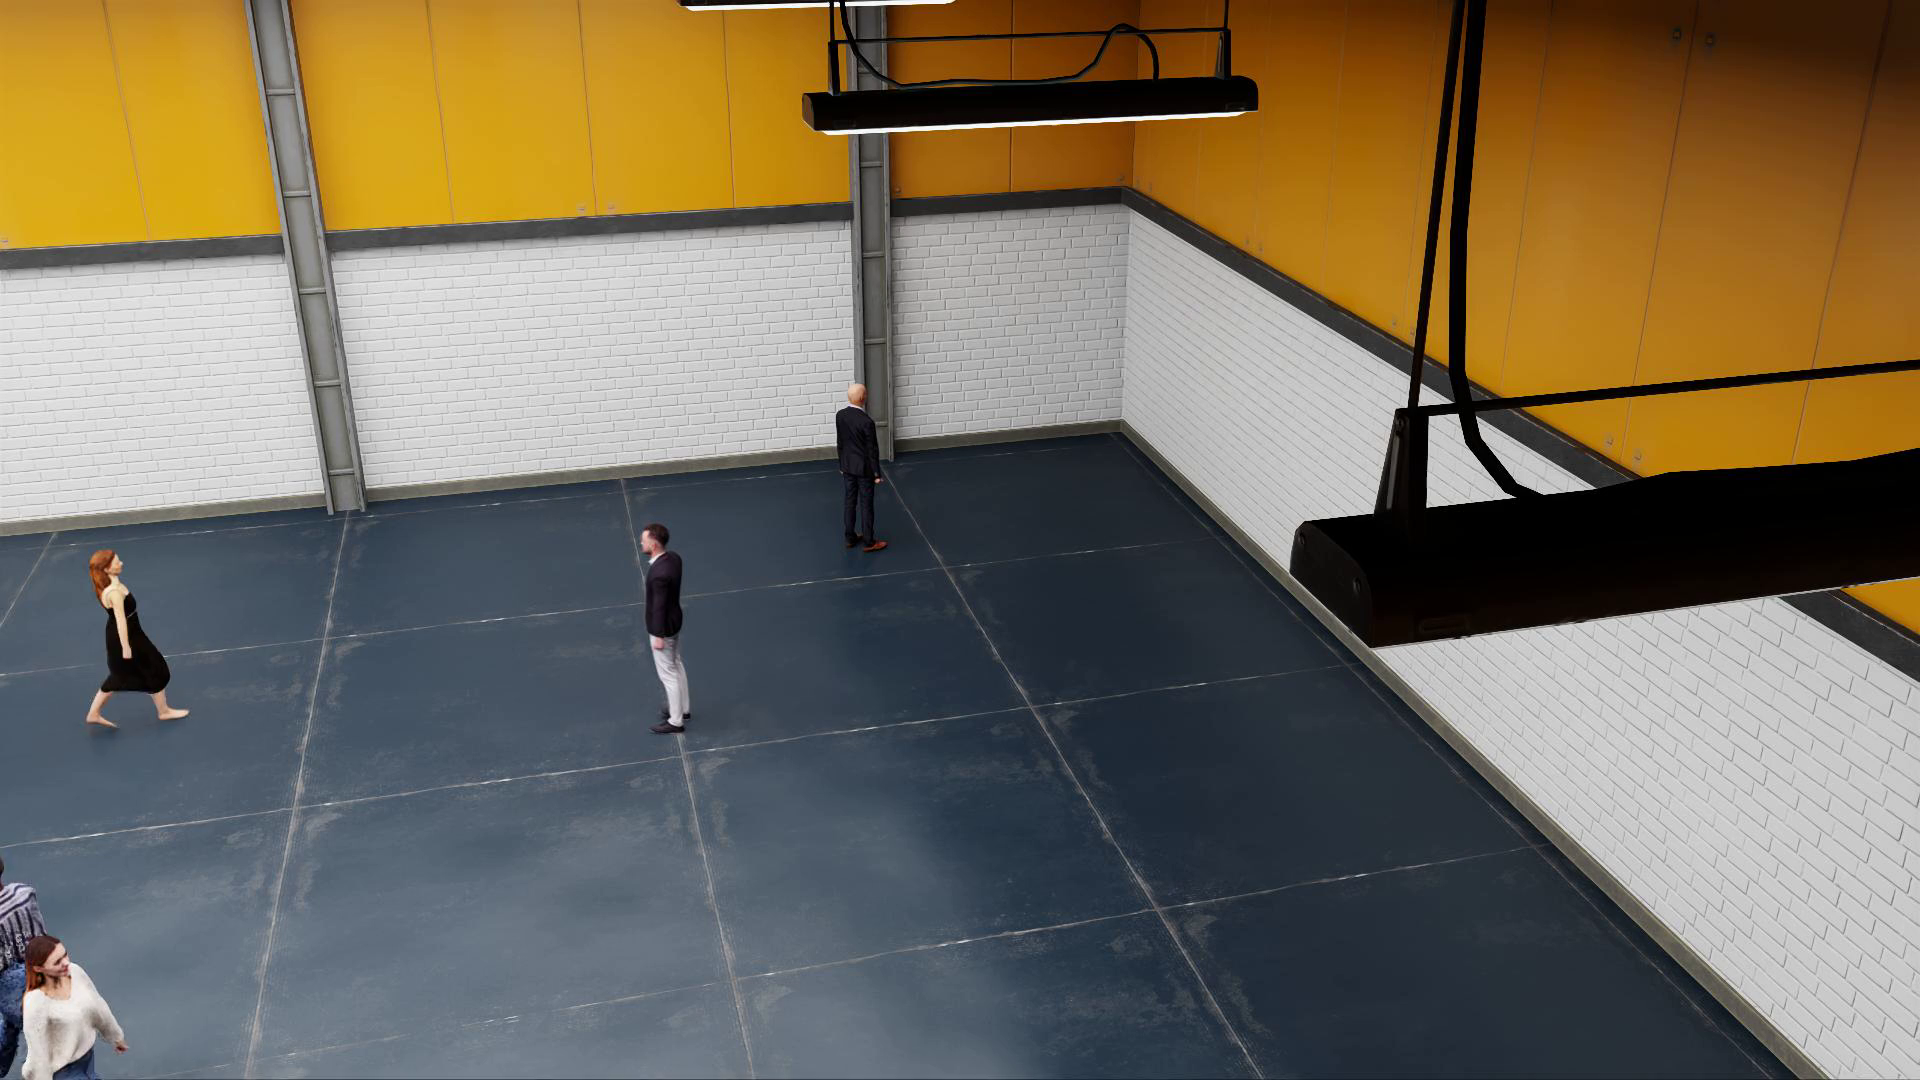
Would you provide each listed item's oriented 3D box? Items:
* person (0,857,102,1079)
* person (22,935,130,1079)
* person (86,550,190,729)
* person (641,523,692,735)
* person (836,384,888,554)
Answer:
[{"bbox_3d":[-5.321,2.600,9.554,1.304,1.738,0.953,3,24,6],"label":"person"},{"bbox_3d":[-4.911,2.866,9.037,1.042,1.664,0.835,2,24,4],"label":"person"},{"bbox_3d":[-7.002,0.841,13.739,1.071,1.608,0.817,-17,29,-34],"label":"person"},{"bbox_3d":[-2.417,0.720,13.727,0.664,1.841,0.723,2,24,5],"label":"person"},{"bbox_3d":[-1.044,-0.750,17.140,0.766,1.801,0.801,17,29,33],"label":"person"}]
